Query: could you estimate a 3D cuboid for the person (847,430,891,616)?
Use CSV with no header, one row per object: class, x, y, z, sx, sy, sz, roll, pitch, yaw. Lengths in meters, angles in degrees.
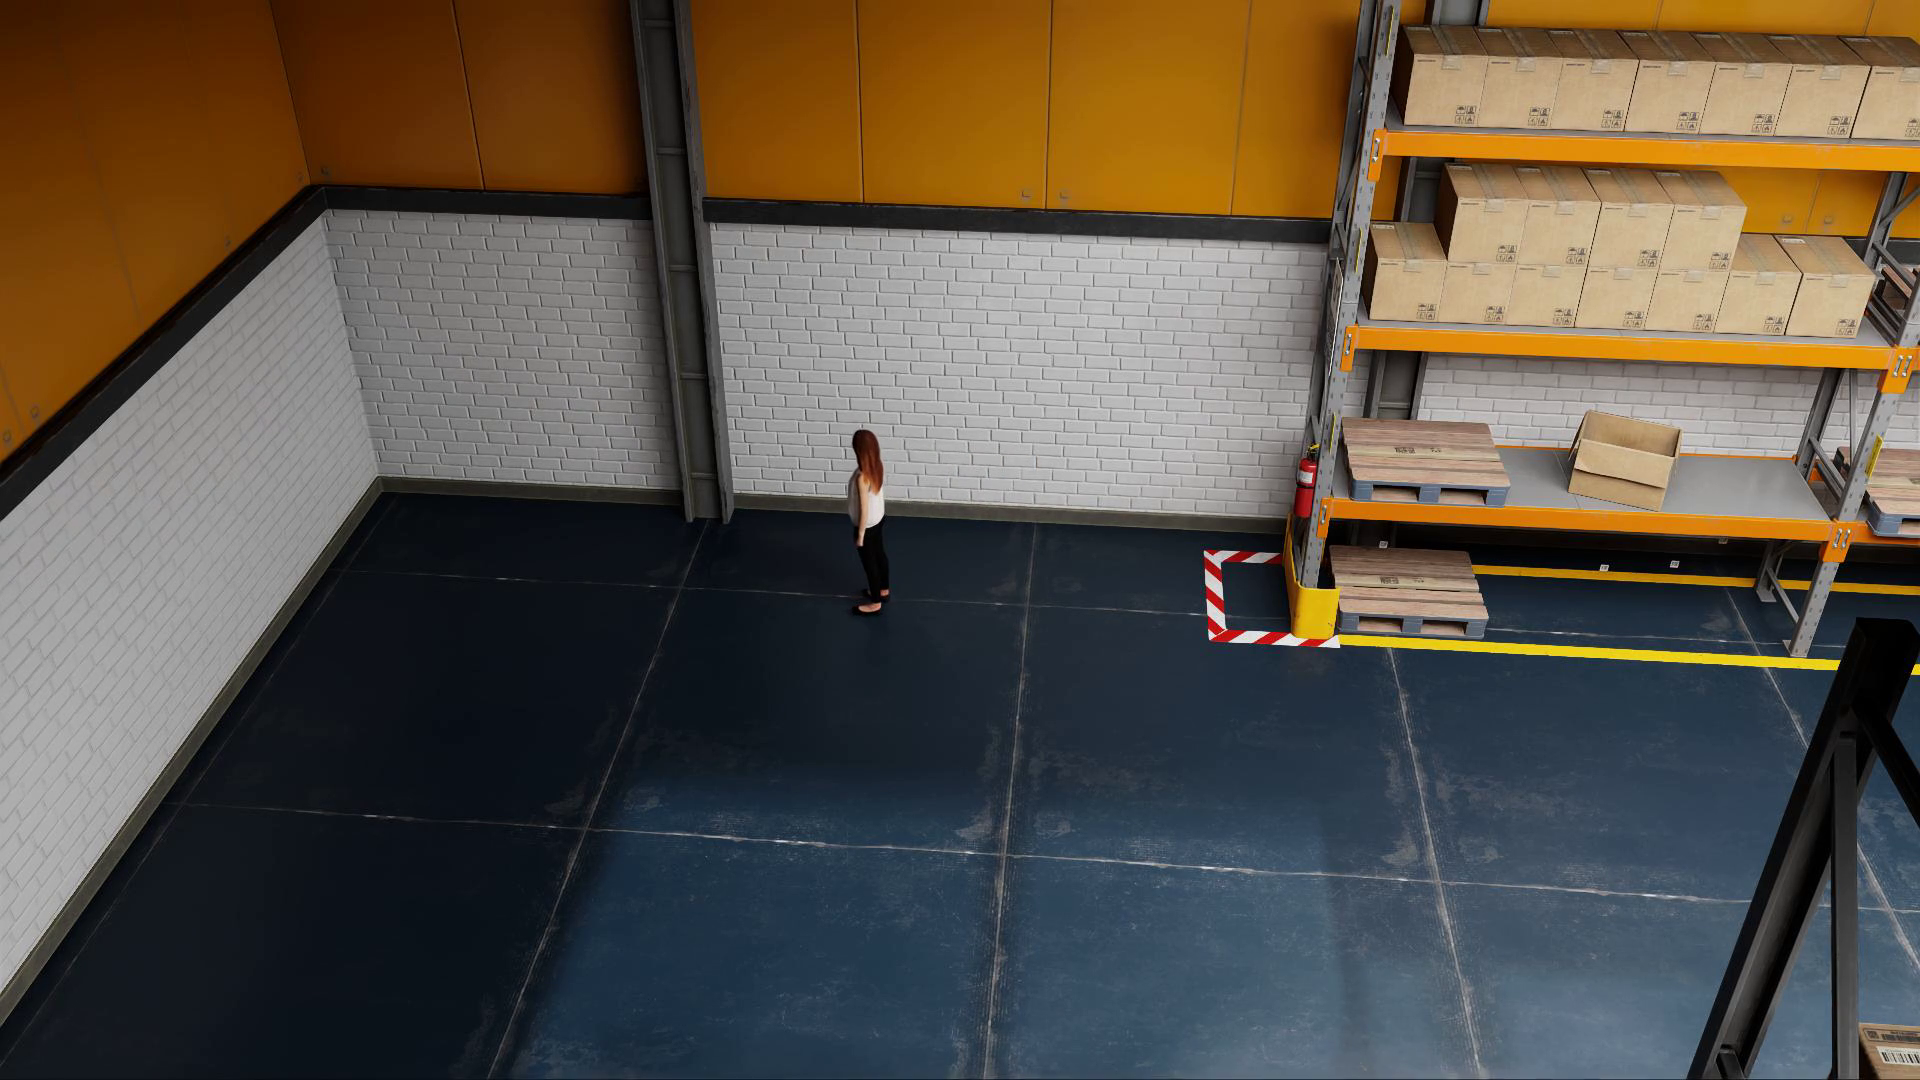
person,-0.736,-0.150,13.665,0.562,1.721,0.625,9,35,14
